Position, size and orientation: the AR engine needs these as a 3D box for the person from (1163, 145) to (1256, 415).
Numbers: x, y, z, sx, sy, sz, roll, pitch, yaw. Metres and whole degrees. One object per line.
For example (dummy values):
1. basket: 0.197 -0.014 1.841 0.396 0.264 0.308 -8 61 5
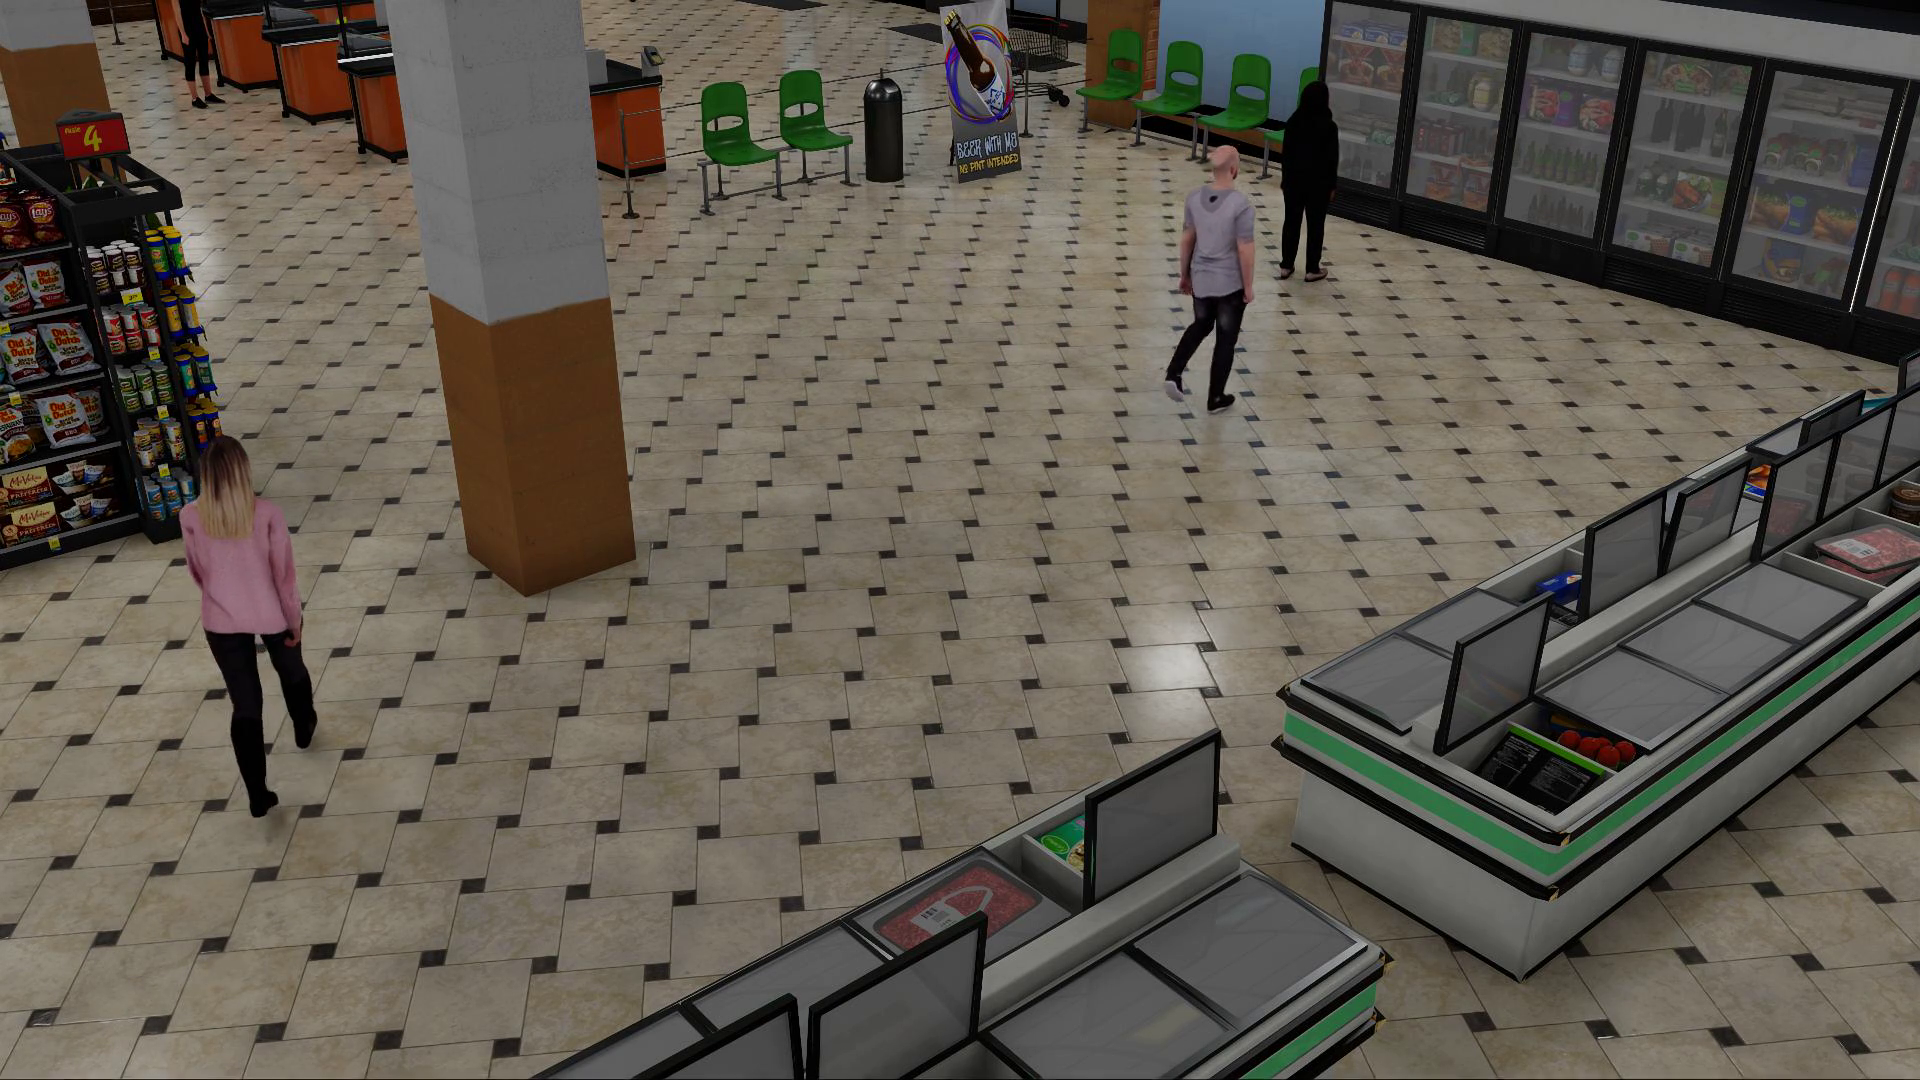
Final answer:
1. person: 1.648 -1.667 10.927 0.716 1.821 0.865 23 35 38

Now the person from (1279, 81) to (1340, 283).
1. person: 2.856 -2.937 13.663 0.719 1.612 0.718 17 31 30

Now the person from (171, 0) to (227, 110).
1. person: -9.024 -5.980 19.536 0.701 1.726 0.598 9 28 17

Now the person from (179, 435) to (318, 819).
1. person: -3.031 0.392 7.058 1.147 1.648 1.001 -6 27 -11
